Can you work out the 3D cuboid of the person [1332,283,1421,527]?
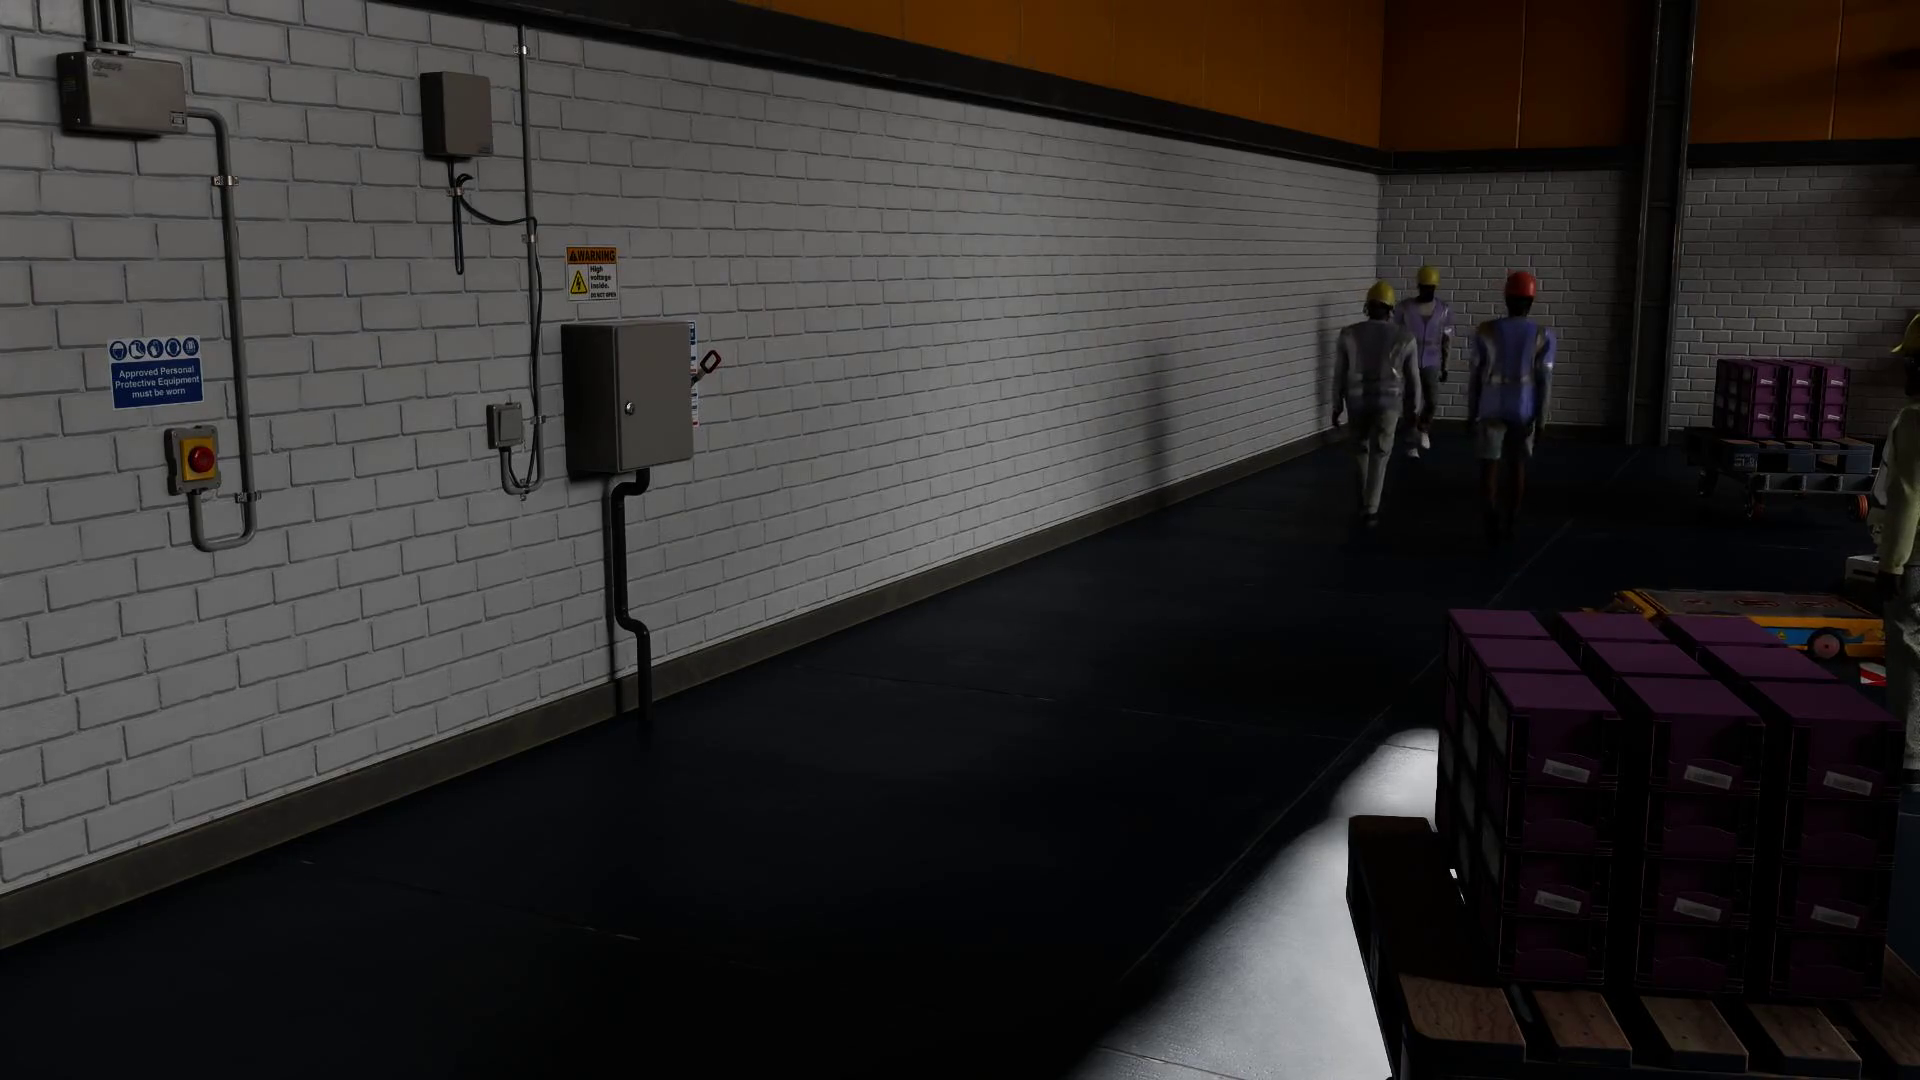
[{"bbox_3d":[3.157,-1.031,12.559,0.627,1.785,0.907,4,11,22],"label":"person"}]

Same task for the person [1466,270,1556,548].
[{"bbox_3d":[3.767,-0.887,11.395,0.554,1.912,0.833,3,10,15],"label":"person"}]

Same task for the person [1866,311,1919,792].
[{"bbox_3d":[3.662,0.034,6.306,0.593,1.823,0.403,-7,12,-34],"label":"person"}]

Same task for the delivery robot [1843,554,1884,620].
[{"bbox_3d":[5.062,0.182,8.849,0.707,0.478,0.477,-5,11,-27],"label":"delivery robot"}]

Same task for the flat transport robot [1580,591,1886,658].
[{"bbox_3d":[4.018,0.417,8.579,1.431,0.197,0.652,1,10,8],"label":"flat transport robot"}]

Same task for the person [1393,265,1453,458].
[{"bbox_3d":[4.567,-1.771,16.523,0.608,1.910,0.545,1,10,3],"label":"person"}]
